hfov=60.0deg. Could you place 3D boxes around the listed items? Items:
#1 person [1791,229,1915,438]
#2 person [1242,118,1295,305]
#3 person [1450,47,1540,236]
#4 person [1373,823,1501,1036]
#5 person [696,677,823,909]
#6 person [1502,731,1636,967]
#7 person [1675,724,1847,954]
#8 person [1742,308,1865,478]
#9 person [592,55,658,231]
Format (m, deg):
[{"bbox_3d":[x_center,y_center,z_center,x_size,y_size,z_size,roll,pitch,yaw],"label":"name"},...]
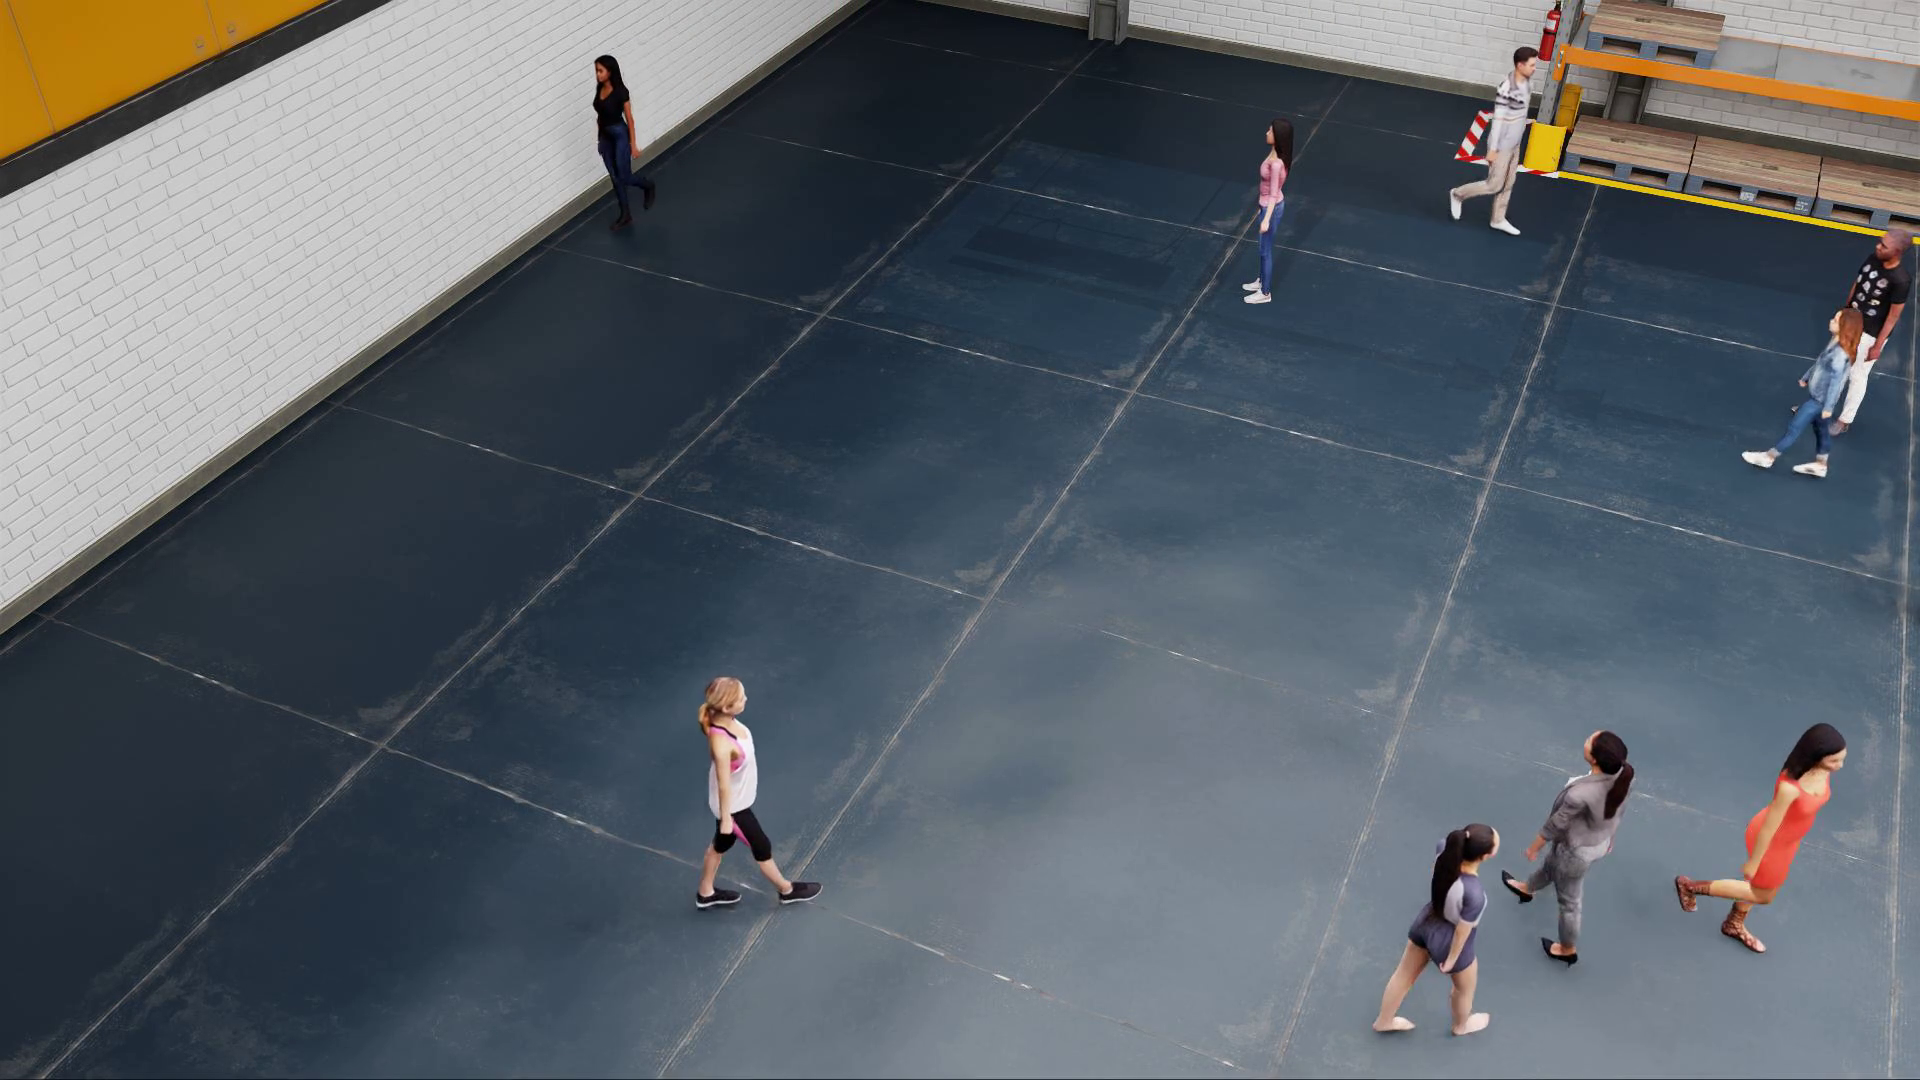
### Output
[{"bbox_3d":[7.184,-1.663,13.192,0.798,1.803,0.762,-8,39,-10],"label":"person"},{"bbox_3d":[2.761,-2.941,14.842,0.604,1.742,0.637,5,39,6],"label":"person"},{"bbox_3d":[5.131,-3.824,15.872,1.043,1.837,0.852,28,46,30],"label":"person"},{"bbox_3d":[2.436,2.079,8.649,0.965,1.626,0.894,-12,40,-15],"label":"person"},{"bbox_3d":[-1.355,1.460,9.320,1.087,1.755,0.960,-6,39,-7],"label":"person"},{"bbox_3d":[3.421,1.742,9.049,0.923,1.654,1.039,-20,43,-24],"label":"person"},{"bbox_3d":[4.405,1.614,9.162,0.867,1.712,0.720,27,46,30],"label":"person"},{"bbox_3d":[6.705,-1.095,12.758,0.837,1.458,0.580,15,41,18],"label":"person"},{"bbox_3d":[-3.239,-3.843,15.985,0.805,1.725,0.718,24,45,27],"label":"person"}]
